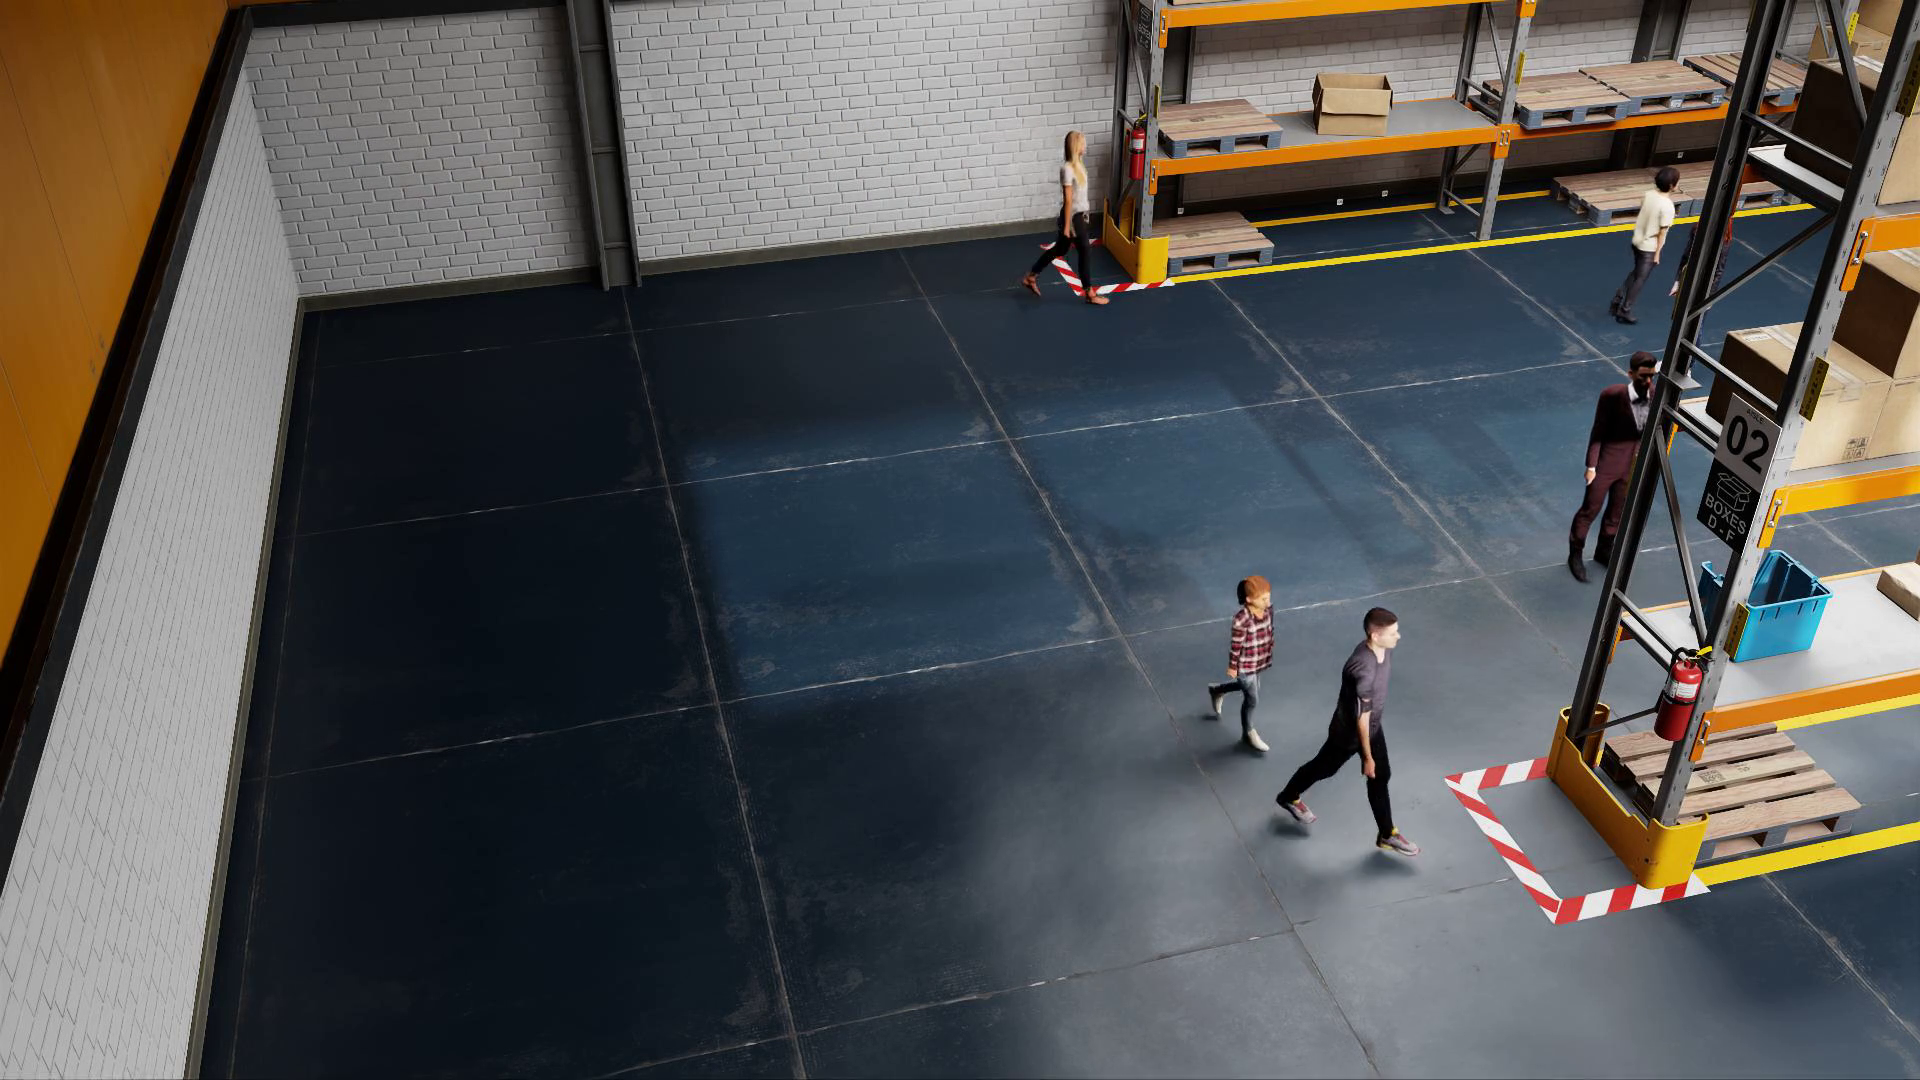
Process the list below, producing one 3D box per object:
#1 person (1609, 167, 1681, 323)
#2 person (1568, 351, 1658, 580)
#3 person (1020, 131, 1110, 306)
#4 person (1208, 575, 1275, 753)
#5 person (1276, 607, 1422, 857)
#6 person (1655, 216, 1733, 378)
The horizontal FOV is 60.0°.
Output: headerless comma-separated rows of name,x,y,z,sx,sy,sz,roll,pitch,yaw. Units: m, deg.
person,6.692,-2.865,16.259,0.590,1.567,0.600,-7,34,-10
person,4.963,-0.592,12.570,0.561,1.865,0.753,-6,34,-8
person,1.020,-3.187,16.539,1.215,1.794,0.863,2,34,4
person,1.884,0.759,11.058,0.856,1.289,0.803,-25,41,-32
person,2.322,1.138,10.100,1.188,1.718,1.182,21,39,28
person,6.727,-2.291,15.196,0.634,1.787,0.632,-19,38,-27
